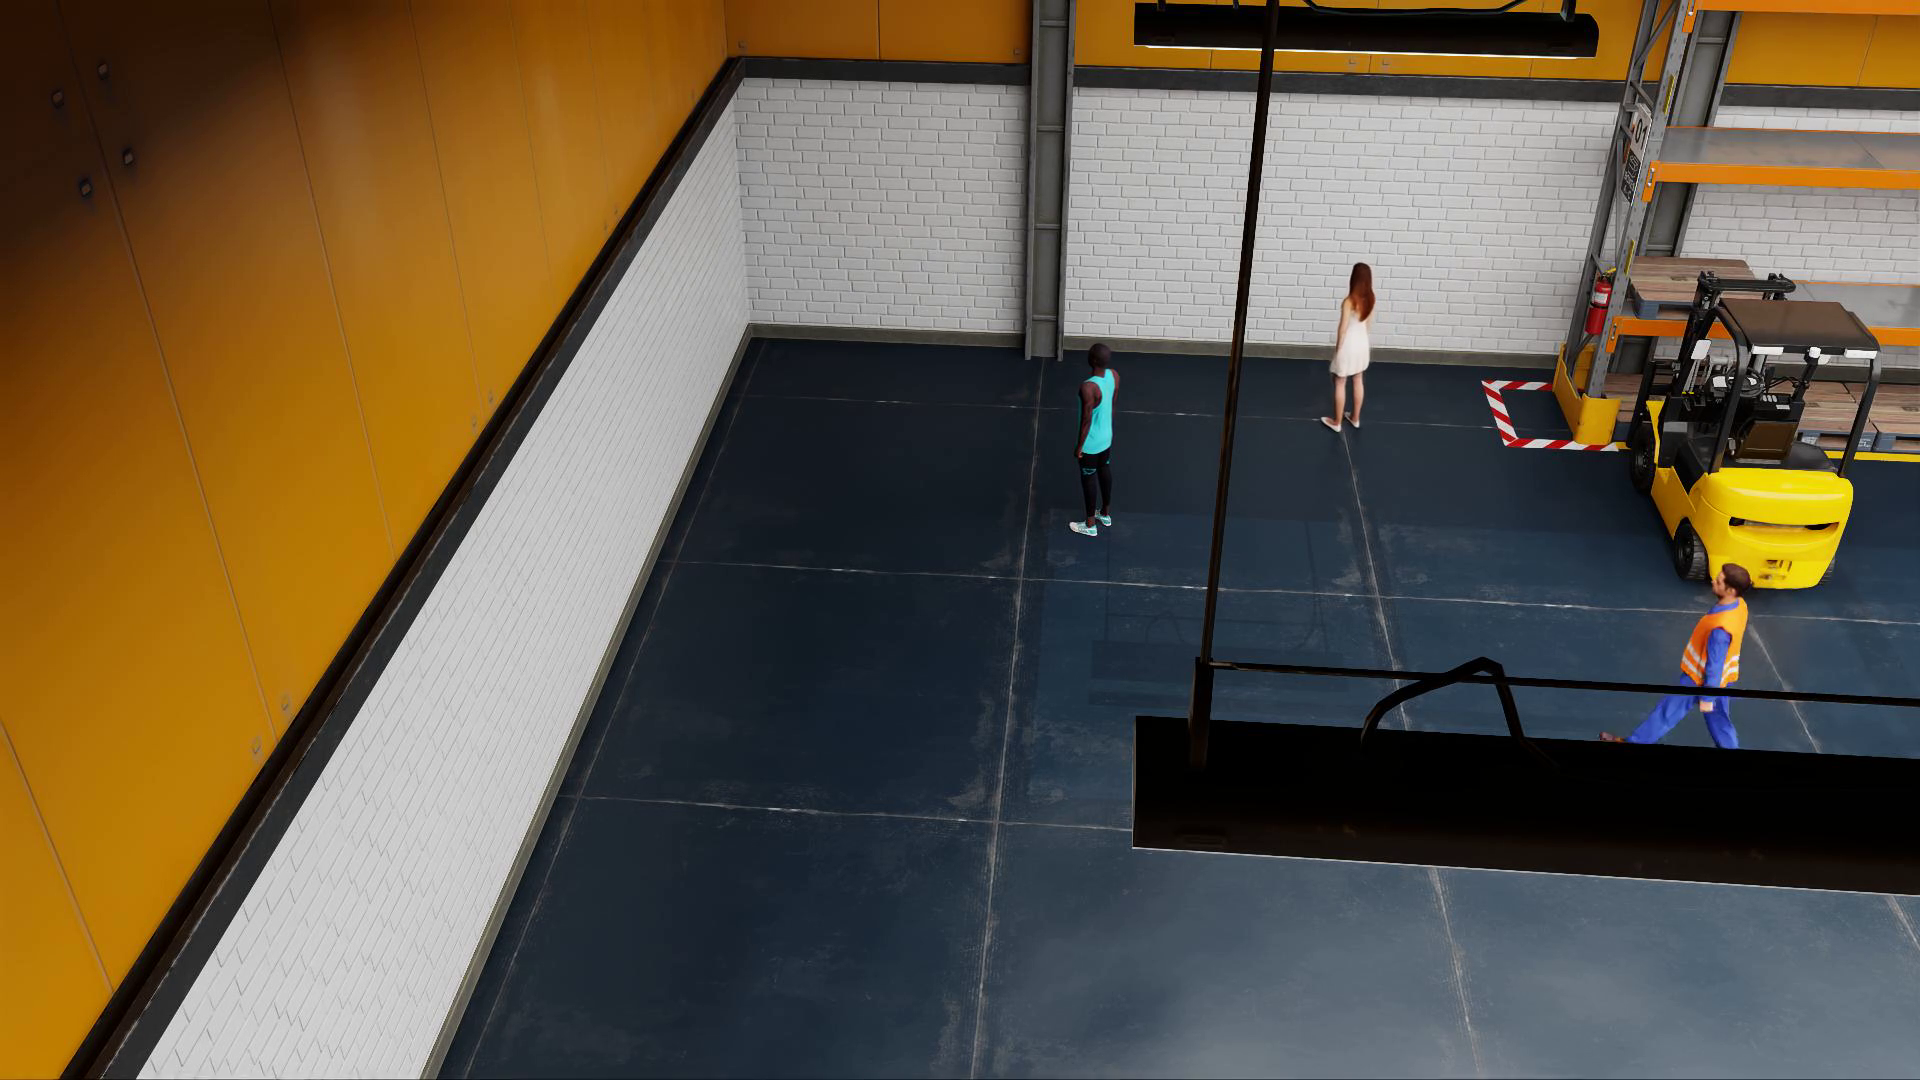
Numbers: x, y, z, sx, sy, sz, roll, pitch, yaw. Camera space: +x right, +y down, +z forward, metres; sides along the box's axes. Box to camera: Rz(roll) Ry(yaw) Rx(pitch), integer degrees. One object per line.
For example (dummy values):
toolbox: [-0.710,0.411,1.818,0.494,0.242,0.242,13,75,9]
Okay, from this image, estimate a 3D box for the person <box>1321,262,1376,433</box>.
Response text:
person: [3.765,-1.838,15.896,0.620,1.706,0.708,-18,37,-24]

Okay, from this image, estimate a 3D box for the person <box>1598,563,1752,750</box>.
person: [5.260,1.002,11.526,1.339,1.813,1.111,21,39,28]

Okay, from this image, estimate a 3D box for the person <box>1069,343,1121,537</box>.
person: [1.171,-0.871,14.347,0.726,1.810,0.694,28,42,35]
